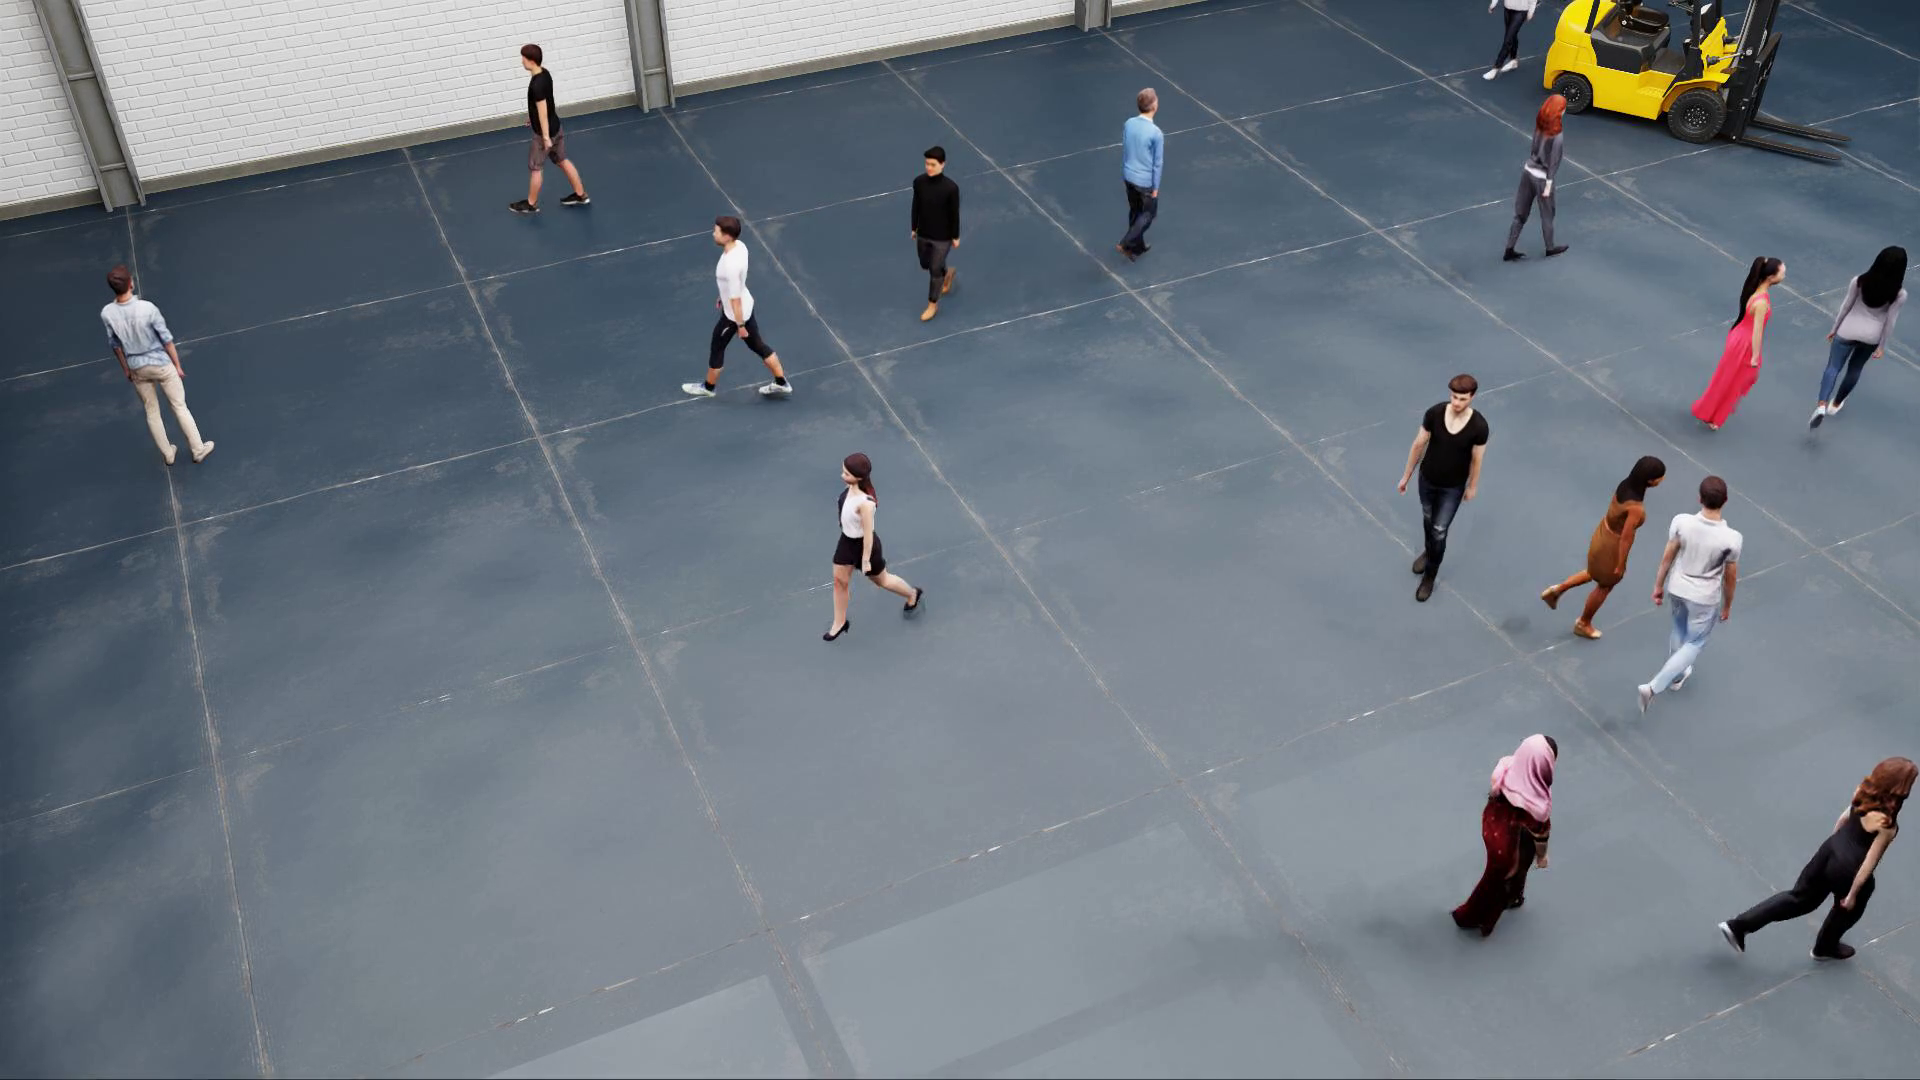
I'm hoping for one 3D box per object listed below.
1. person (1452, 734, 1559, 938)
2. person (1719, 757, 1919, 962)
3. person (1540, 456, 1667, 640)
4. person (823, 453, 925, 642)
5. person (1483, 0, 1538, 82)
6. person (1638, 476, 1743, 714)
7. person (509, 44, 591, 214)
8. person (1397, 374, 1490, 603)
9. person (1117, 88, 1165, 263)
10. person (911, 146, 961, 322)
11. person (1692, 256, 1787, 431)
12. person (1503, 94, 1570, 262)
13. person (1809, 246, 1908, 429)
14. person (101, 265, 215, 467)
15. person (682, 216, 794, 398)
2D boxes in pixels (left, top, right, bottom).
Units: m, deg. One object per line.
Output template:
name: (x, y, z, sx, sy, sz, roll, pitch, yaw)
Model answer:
person: (3.236, 1.794, 10.002, 0.851, 1.620, 0.764, -3, 39, -4)
person: (5.089, 1.918, 9.772, 1.184, 1.714, 0.880, -2, 39, -2)
person: (4.675, 0.062, 12.132, 0.916, 1.668, 0.832, 5, 39, 6)
person: (-0.643, 0.044, 12.196, 1.049, 1.617, 0.573, -18, 42, -21)
person: (6.859, -6.498, 20.351, 1.092, 1.661, 0.791, -25, 45, -28)
person: (5.044, 0.425, 11.560, 1.137, 1.816, 0.902, -27, 46, -30)
person: (-4.284, -4.328, 17.500, 1.175, 1.829, 0.945, -2, 39, -2)
person: (3.715, -0.507, 12.681, 0.894, 1.872, 1.001, 26, 46, 29)
person: (1.757, -3.602, 16.615, 0.939, 1.799, 0.813, -32, 48, -33)
person: (-0.212, -2.990, 15.924, 0.950, 1.704, 1.077, 21, 43, 24)
person: (6.607, -1.662, 14.260, 0.852, 1.707, 0.786, 9, 39, 11)
person: (5.714, -3.579, 16.618, 0.901, 1.759, 0.645, -13, 40, -16)
person: (7.709, -1.711, 14.314, 0.943, 1.715, 1.105, 23, 44, 26)
person: (-6.752, -1.444, 13.875, 0.626, 1.847, 0.779, -3, 39, -4)
person: (-1.866, -2.007, 14.613, 1.308, 1.806, 1.098, 4, 39, 5)
